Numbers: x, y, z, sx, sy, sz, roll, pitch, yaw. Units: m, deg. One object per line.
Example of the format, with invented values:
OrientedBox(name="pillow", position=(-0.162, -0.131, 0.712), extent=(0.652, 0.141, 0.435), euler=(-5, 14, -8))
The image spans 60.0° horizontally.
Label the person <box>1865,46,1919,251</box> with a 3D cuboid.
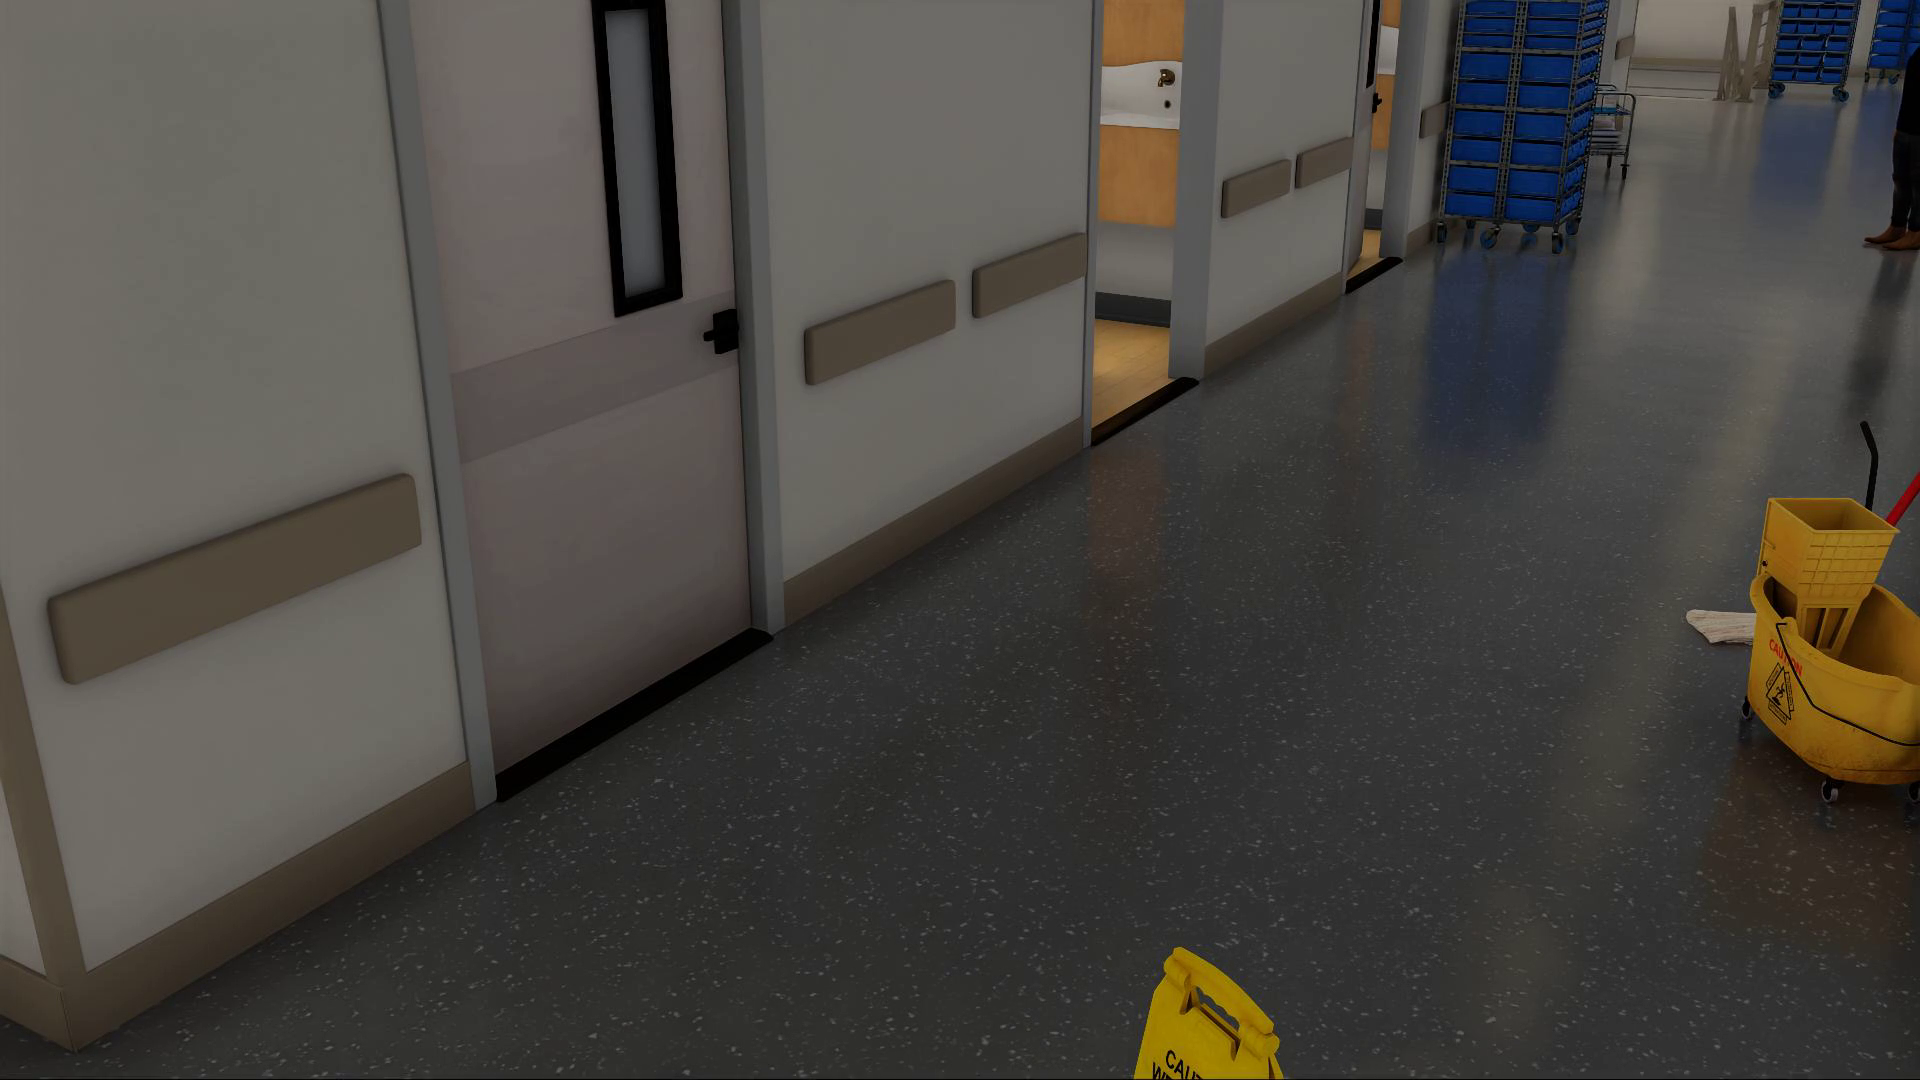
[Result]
OrientedBox(name="person", position=(6.767, -2.926, 11.701), extent=(0.782, 1.722, 0.656), euler=(0, 21, 0))
